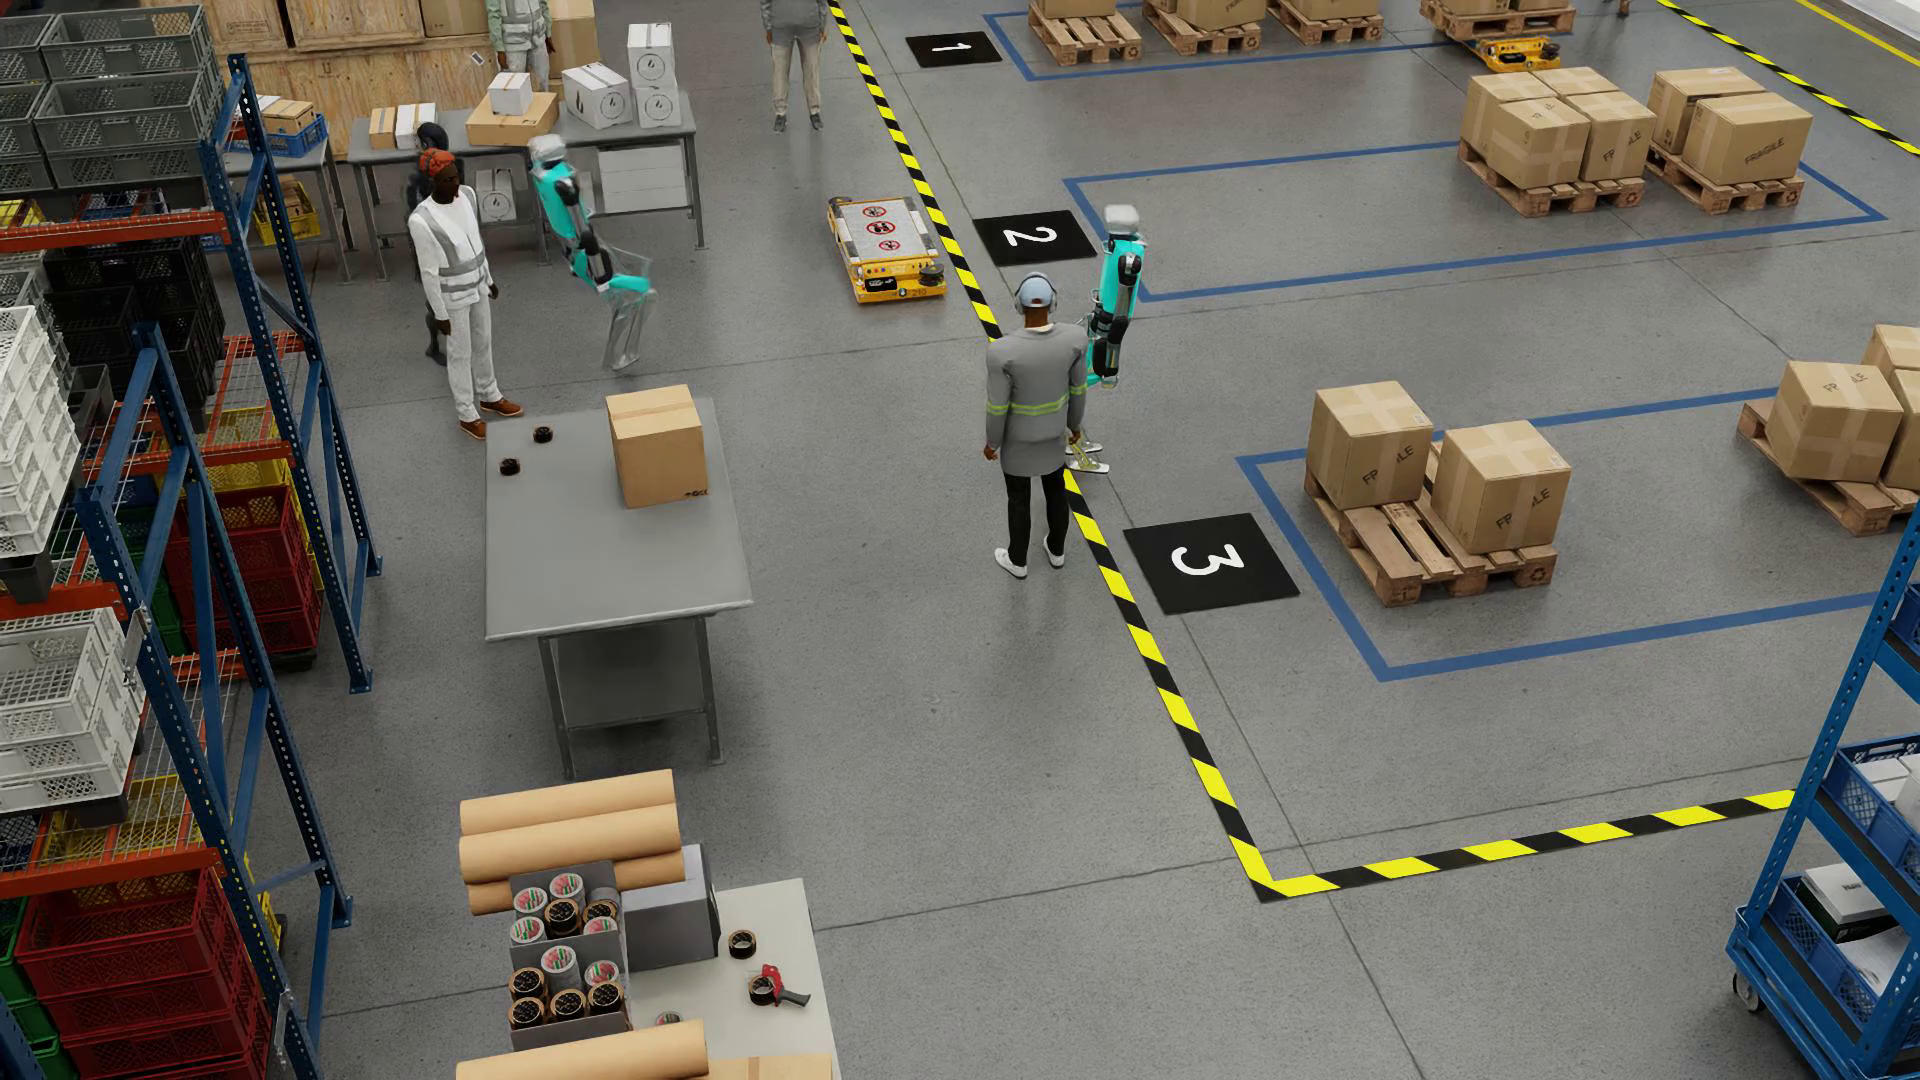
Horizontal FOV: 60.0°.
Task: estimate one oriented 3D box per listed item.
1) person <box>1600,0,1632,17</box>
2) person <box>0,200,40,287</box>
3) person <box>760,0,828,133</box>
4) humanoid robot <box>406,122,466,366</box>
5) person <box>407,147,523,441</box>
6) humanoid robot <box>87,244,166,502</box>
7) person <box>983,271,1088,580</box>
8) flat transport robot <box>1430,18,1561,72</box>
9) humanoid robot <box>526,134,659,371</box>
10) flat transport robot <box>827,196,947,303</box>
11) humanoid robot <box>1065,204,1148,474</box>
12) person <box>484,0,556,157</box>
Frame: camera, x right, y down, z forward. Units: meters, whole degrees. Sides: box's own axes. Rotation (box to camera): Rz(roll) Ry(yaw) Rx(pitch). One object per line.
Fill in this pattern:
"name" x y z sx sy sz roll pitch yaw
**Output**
"person" 6.672 -6.192 16.551 0.584 1.843 0.951 11 38 15
"person" -5.332 -1.191 9.843 0.403 1.831 0.594 28 45 32
"person" -1.399 -4.357 14.150 0.564 1.769 0.394 -4 37 -6
"humanoid robot" -3.438 -2.006 11.076 0.371 1.631 0.595 16 39 20
"person" -3.055 -1.513 10.234 0.346 1.882 0.582 13 38 16
"humanoid robot" -4.871 -0.955 9.618 0.586 1.782 0.868 -30 46 -34
"person" 0.394 -0.621 9.062 0.597 1.849 0.390 -14 39 -17
"flat transport robot" 5.183 -4.906 16.123 0.652 0.197 1.431 -8 37 -10
"humanoid robot" -2.285 -1.810 10.801 0.828 1.815 0.536 -23 42 -28
"flat transport robot" -0.570 -2.220 12.538 0.659 0.231 1.431 -8 37 -10
"humanoid robot" 0.690 -1.168 9.784 0.735 1.674 0.533 -1 37 -1
"person" -3.590 -4.105 13.701 0.411 1.908 0.602 25 43 30
